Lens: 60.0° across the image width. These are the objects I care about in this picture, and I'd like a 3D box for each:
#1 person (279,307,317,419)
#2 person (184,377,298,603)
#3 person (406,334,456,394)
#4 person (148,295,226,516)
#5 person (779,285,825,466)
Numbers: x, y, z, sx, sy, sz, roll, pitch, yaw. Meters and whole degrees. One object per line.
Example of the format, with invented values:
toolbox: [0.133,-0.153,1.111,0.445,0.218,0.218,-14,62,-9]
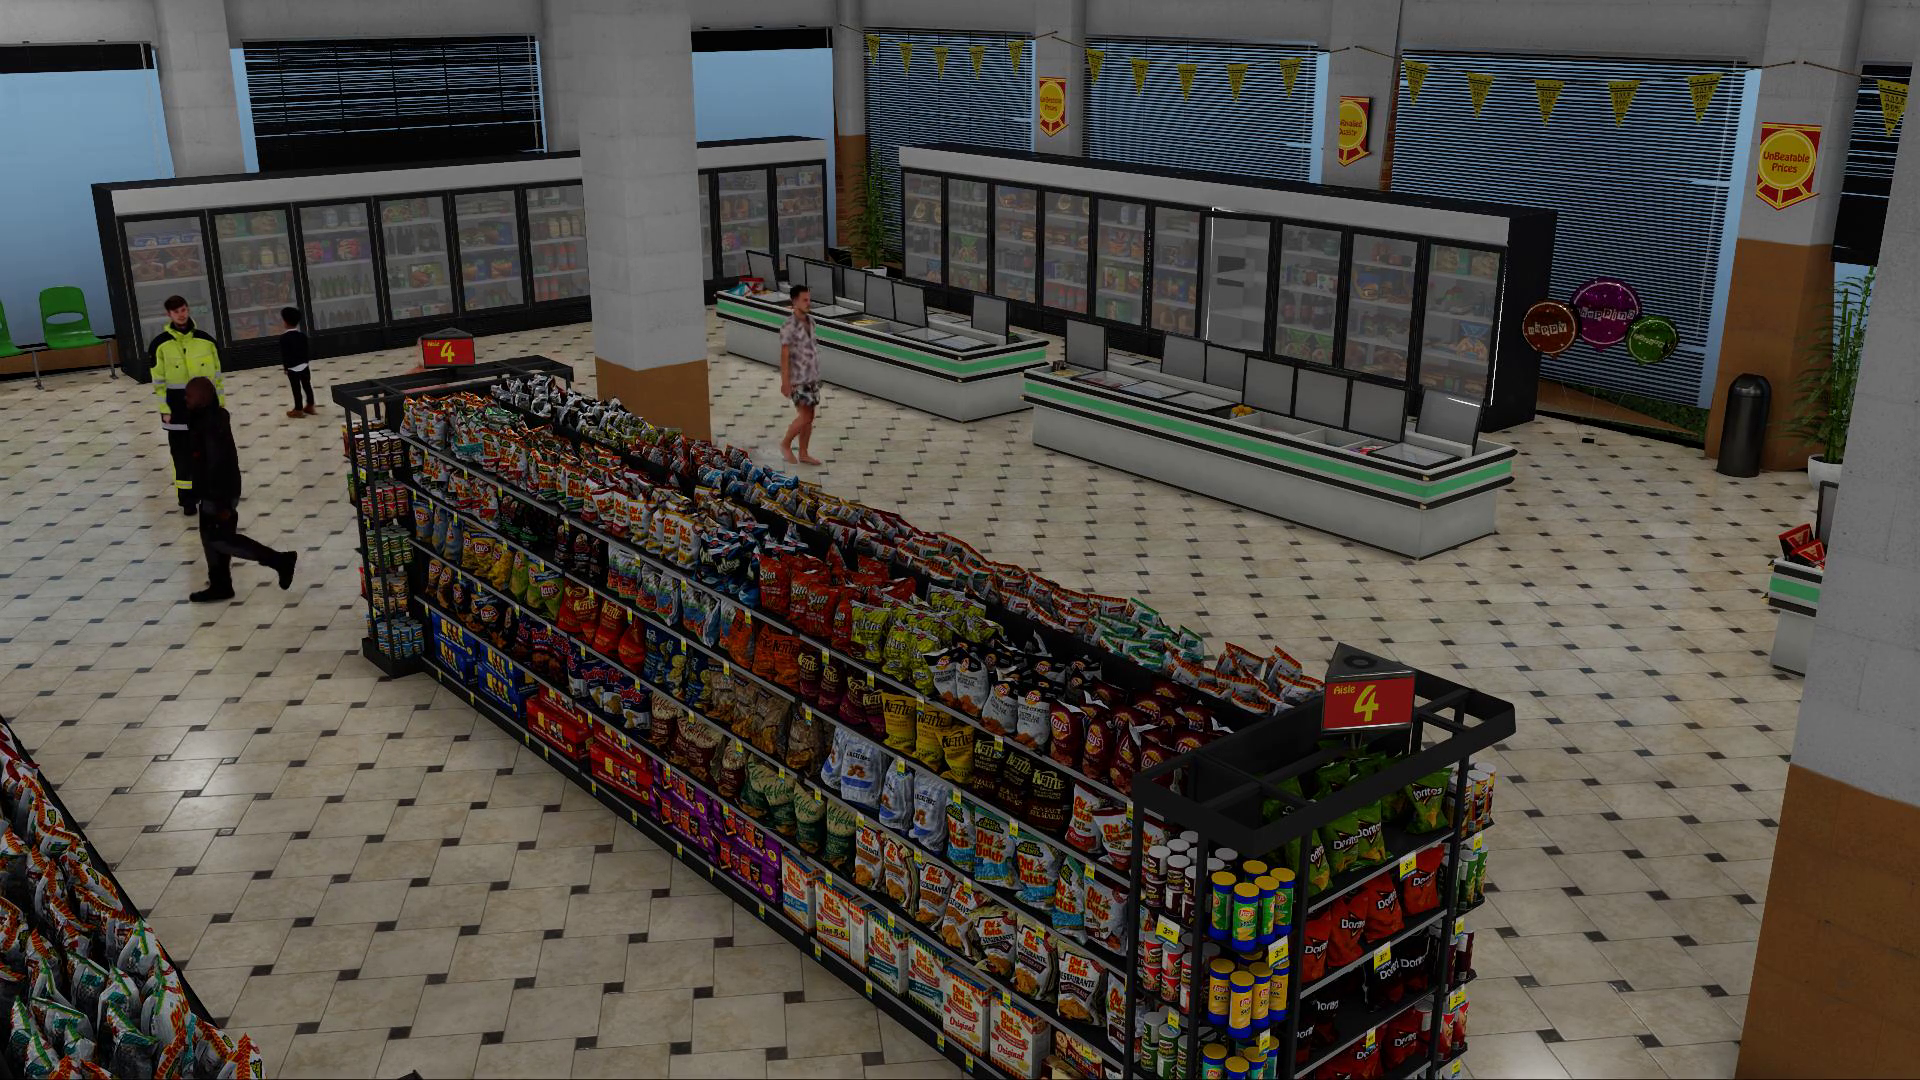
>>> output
person: [-7.340,-1.973,18.411,0.580,1.227,0.566,10,21,28]
person: [-5.595,-0.380,12.802,0.953,1.793,1.074,-8,20,-21]
person: [-4.629,-0.921,14.578,1.141,1.683,1.148,3,19,9]
person: [-6.957,-1.240,15.054,0.765,1.983,0.626,-16,25,-40]
person: [-1.637,-1.635,16.506,0.800,1.804,0.773,11,21,29]
